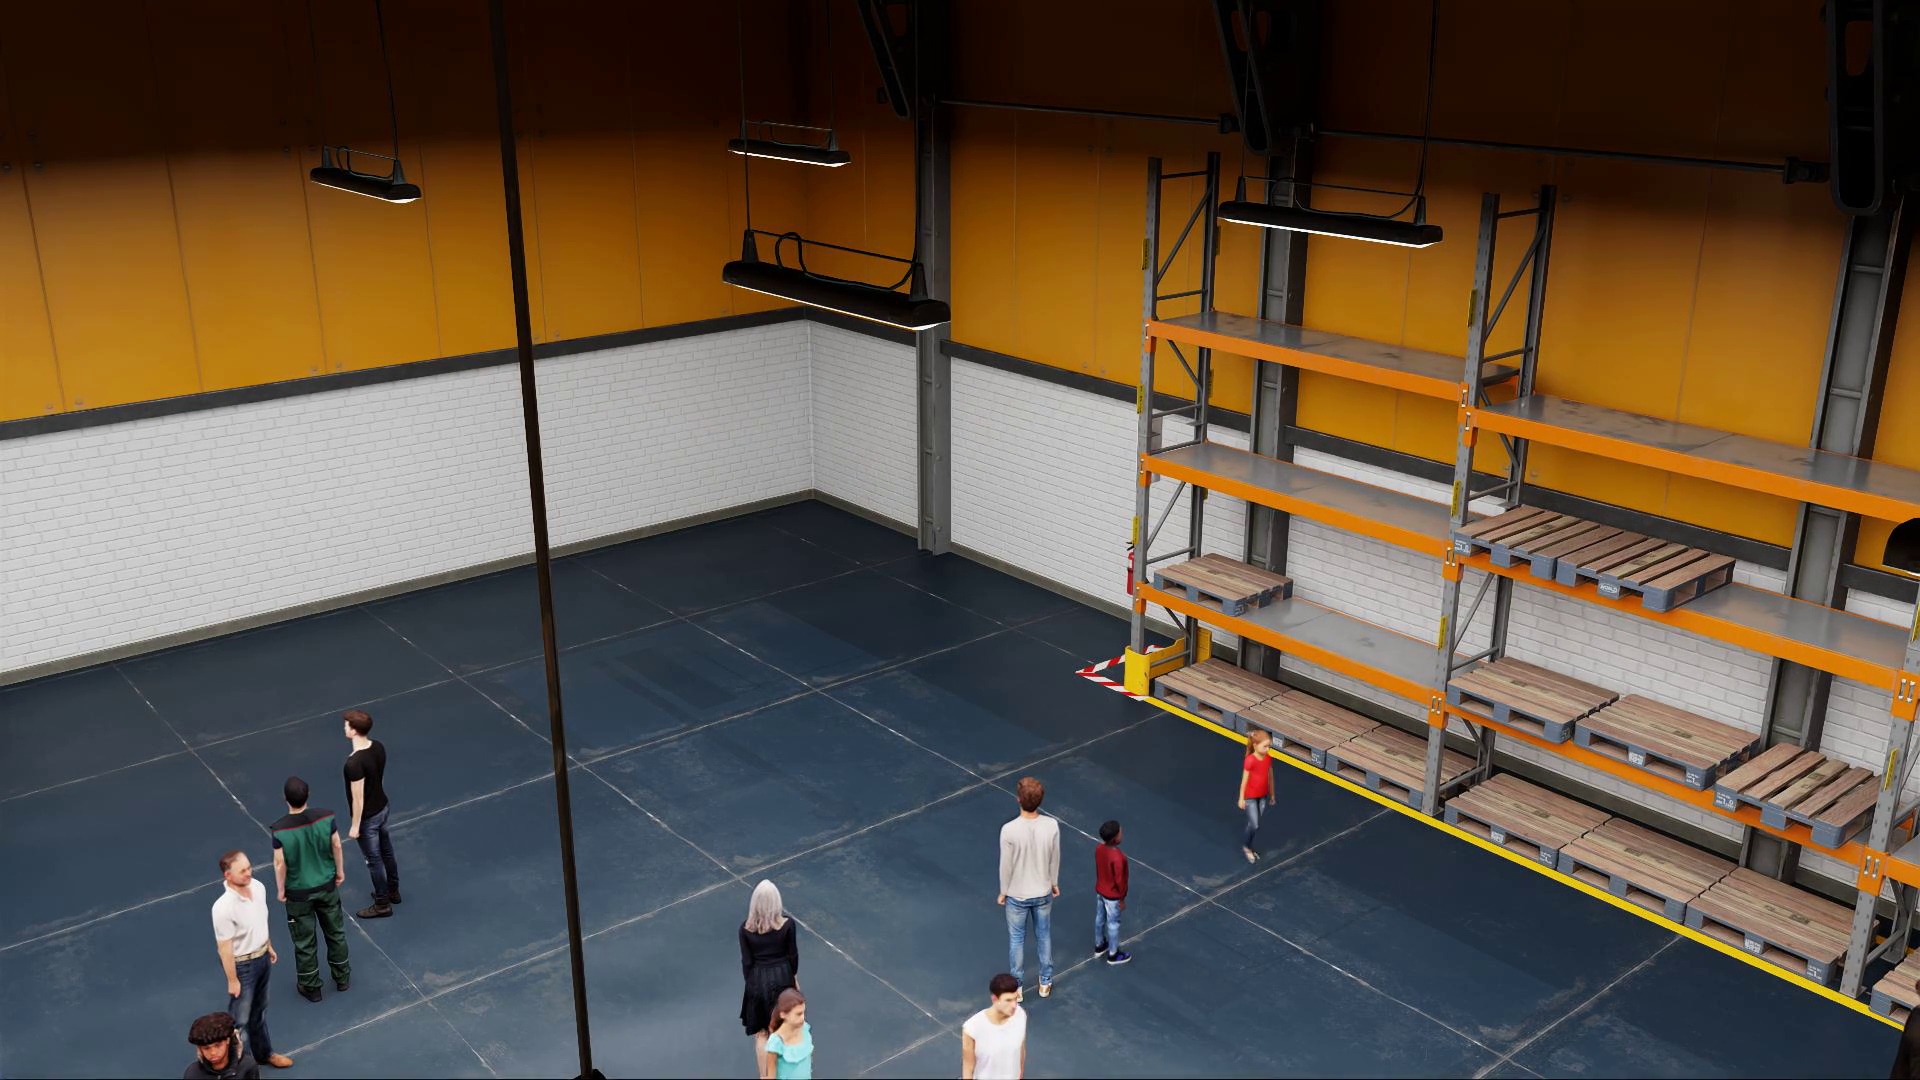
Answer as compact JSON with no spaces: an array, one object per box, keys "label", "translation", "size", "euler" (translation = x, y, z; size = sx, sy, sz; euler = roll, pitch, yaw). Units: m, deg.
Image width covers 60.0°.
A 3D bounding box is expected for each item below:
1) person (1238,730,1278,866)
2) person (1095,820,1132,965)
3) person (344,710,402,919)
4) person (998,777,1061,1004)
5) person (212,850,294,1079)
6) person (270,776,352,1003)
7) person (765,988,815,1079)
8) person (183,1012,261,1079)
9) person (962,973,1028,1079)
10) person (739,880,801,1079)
[{"label":"person","translation":[2.673,2.328,15.313],"size":[0.537,1.302,0.546],"euler":[-11,22,-30]},{"label":"person","translation":[1.233,2.893,13.712],"size":[0.593,1.253,0.474],"euler":[-10,21,-28]},{"label":"person","translation":[-5.076,2.344,14.334],"size":[0.808,1.896,0.757],"euler":[2,19,7]},{"label":"person","translation":[0.549,2.753,13.107],"size":[0.742,1.906,0.733],"euler":[-5,19,-14]},{"label":"person","translation":[-5.240,3.093,12.175],"size":[0.767,1.855,0.750],"euler":[5,19,15]},{"label":"person","translation":[-5.138,2.737,13.161],"size":[0.661,1.901,0.559],"euler":[-14,23,-36]},{"label":"person","translation":[-1.180,3.644,11.016],"size":[0.808,1.551,0.645],"euler":[15,24,38]},{"label":"person","translation":[-4.564,3.734,10.389],"size":[0.663,1.780,0.646],"euler":[-11,21,-29]},{"label":"person","translation":[0.178,3.582,10.895],"size":[0.881,1.746,1.206],"euler":[-7,20,-21]},{"label":"person","translation":[-1.361,3.224,11.958],"size":[0.689,1.747,0.708],"euler":[-4,19,-12]}]
